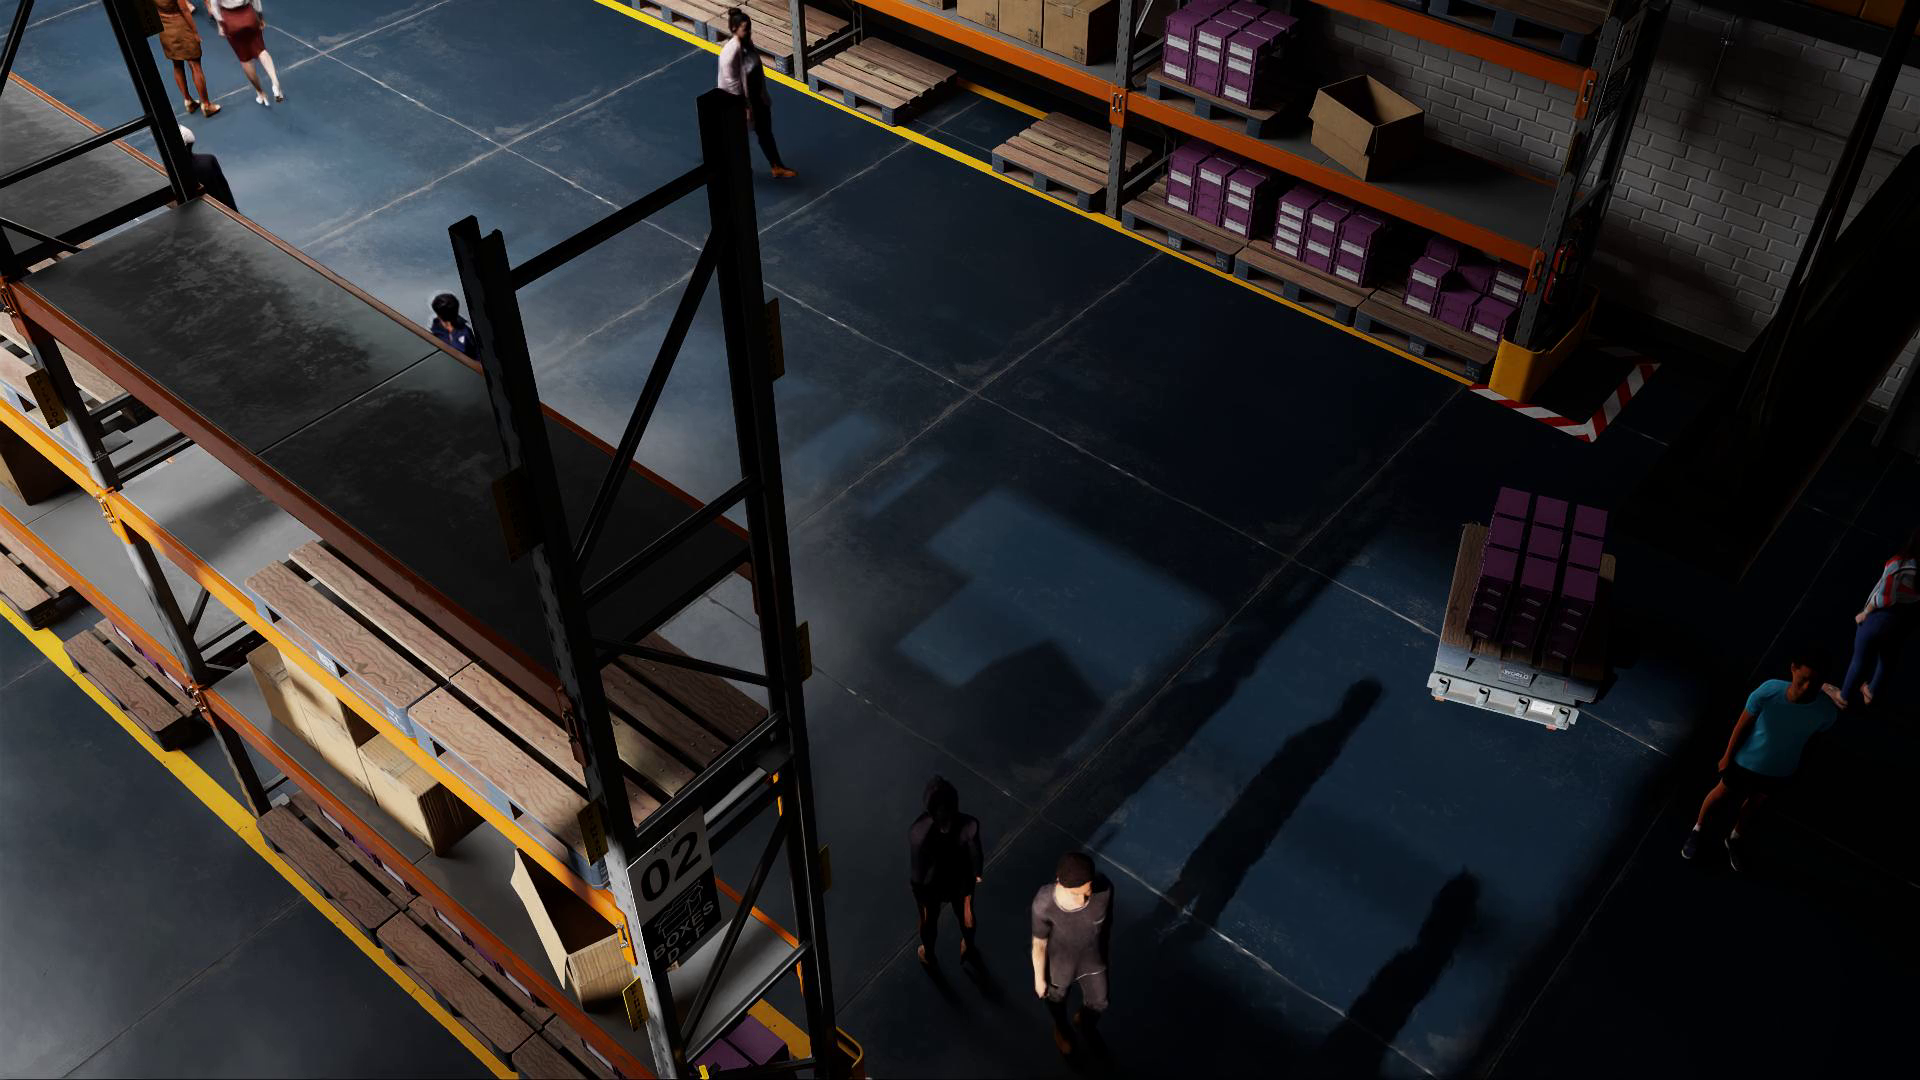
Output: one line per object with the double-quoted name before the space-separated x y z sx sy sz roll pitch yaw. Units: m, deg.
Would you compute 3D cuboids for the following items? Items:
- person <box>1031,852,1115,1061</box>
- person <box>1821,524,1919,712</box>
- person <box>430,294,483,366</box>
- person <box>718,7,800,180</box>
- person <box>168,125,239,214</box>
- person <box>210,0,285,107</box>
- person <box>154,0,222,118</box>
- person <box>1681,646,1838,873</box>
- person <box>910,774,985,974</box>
"person" 0.569 2.125 8.798 0.739 1.704 0.773 -11 45 -11
"person" 5.954 0.474 10.599 0.656 1.612 0.698 -7 44 -7
"person" -3.869 -1.388 12.838 0.586 1.219 0.621 -9 44 -10
"person" -2.081 -4.070 15.297 1.061 1.710 0.833 19 47 19
"person" -6.186 -2.548 13.702 0.983 1.748 0.781 34 53 30
"person" -6.981 -4.979 16.231 0.688 1.738 0.836 -30 51 -28
"person" -7.643 -4.946 16.235 0.577 1.686 0.691 11 45 11
"person" 4.662 1.261 9.653 0.596 1.777 0.744 12 45 13
"person" -0.082 1.851 9.133 0.708 1.640 0.769 -8 44 -8
